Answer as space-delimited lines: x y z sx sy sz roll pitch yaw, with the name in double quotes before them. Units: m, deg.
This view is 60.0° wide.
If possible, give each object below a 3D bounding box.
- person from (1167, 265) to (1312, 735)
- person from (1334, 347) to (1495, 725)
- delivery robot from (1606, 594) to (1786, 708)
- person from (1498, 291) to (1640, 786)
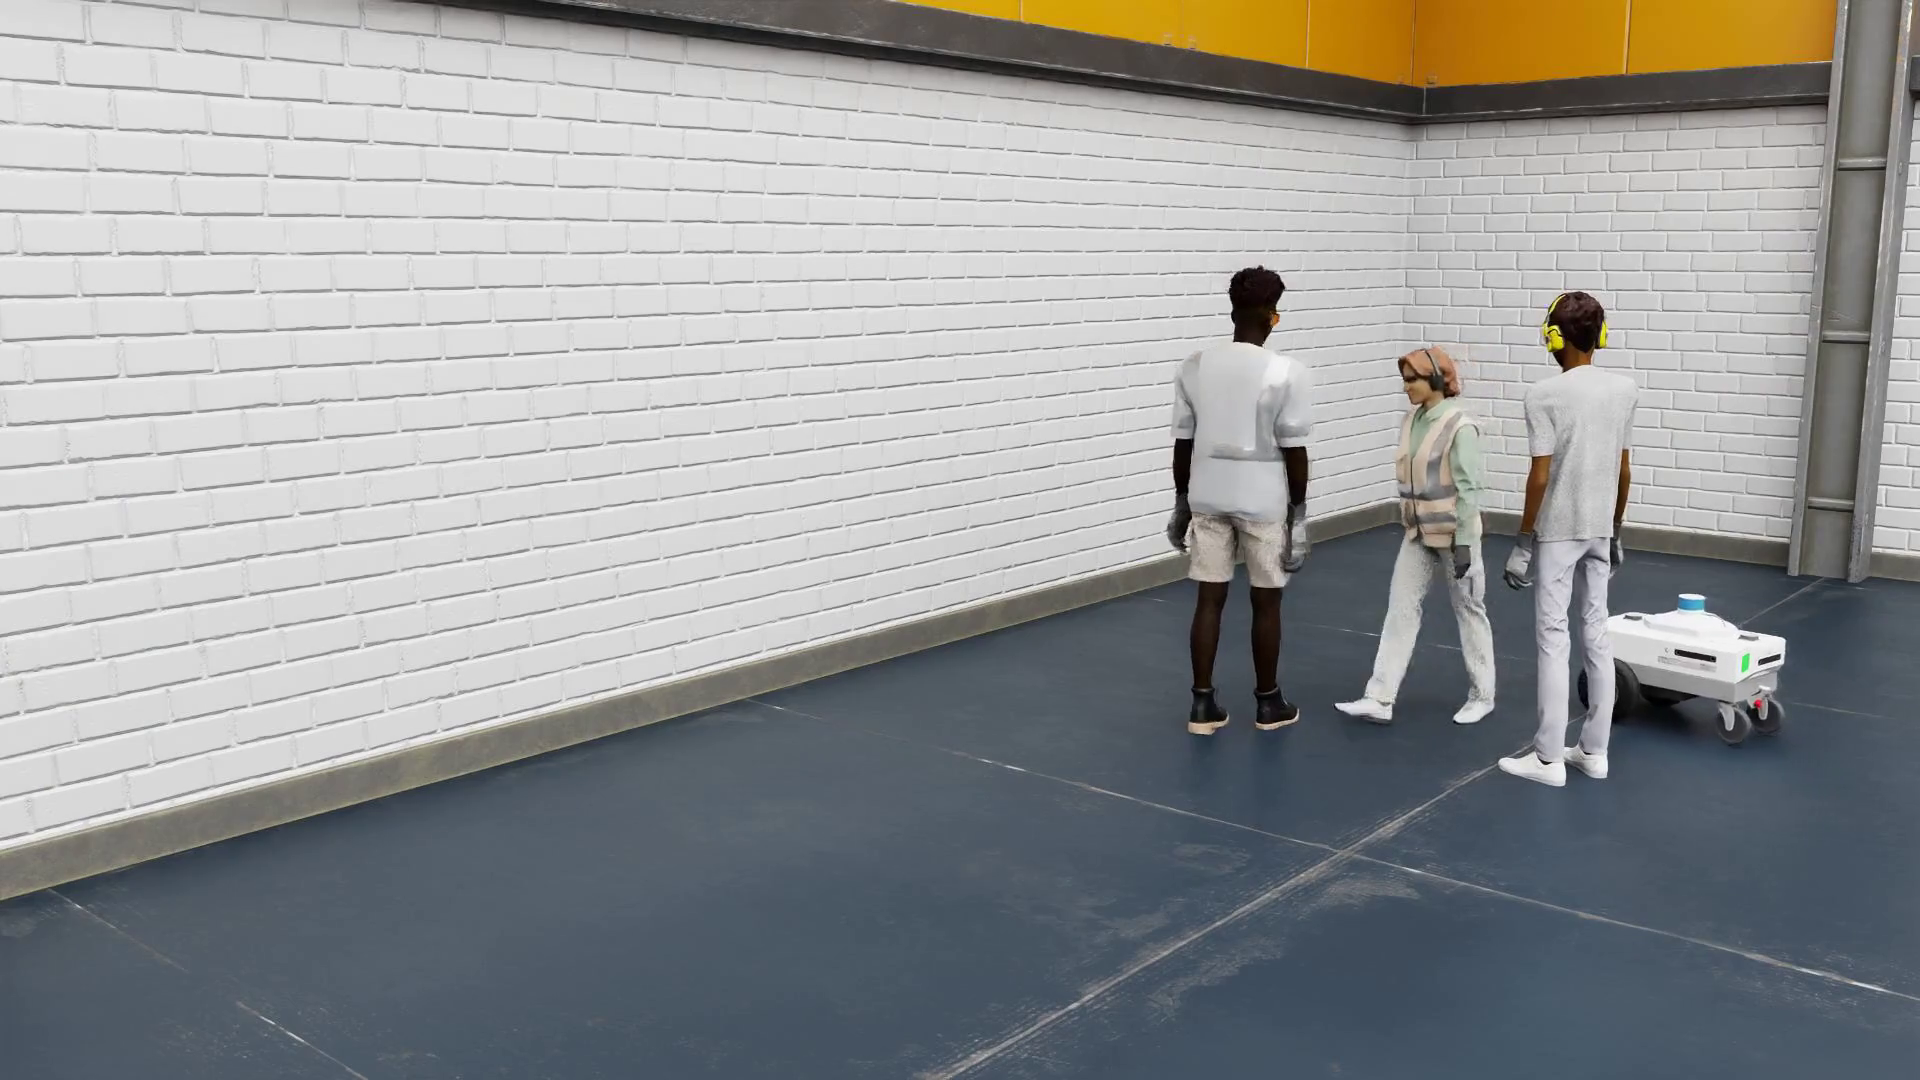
"person" 1.172 -0.157 6.958 0.653 1.951 0.546 6 12 32
"person" 1.958 0.003 6.985 0.795 1.595 0.599 -4 11 -21
"delivery robot" 3.080 0.472 7.028 0.477 0.478 0.707 -7 13 -36
"person" 2.293 0.003 6.286 0.520 1.860 0.332 -4 11 -20
